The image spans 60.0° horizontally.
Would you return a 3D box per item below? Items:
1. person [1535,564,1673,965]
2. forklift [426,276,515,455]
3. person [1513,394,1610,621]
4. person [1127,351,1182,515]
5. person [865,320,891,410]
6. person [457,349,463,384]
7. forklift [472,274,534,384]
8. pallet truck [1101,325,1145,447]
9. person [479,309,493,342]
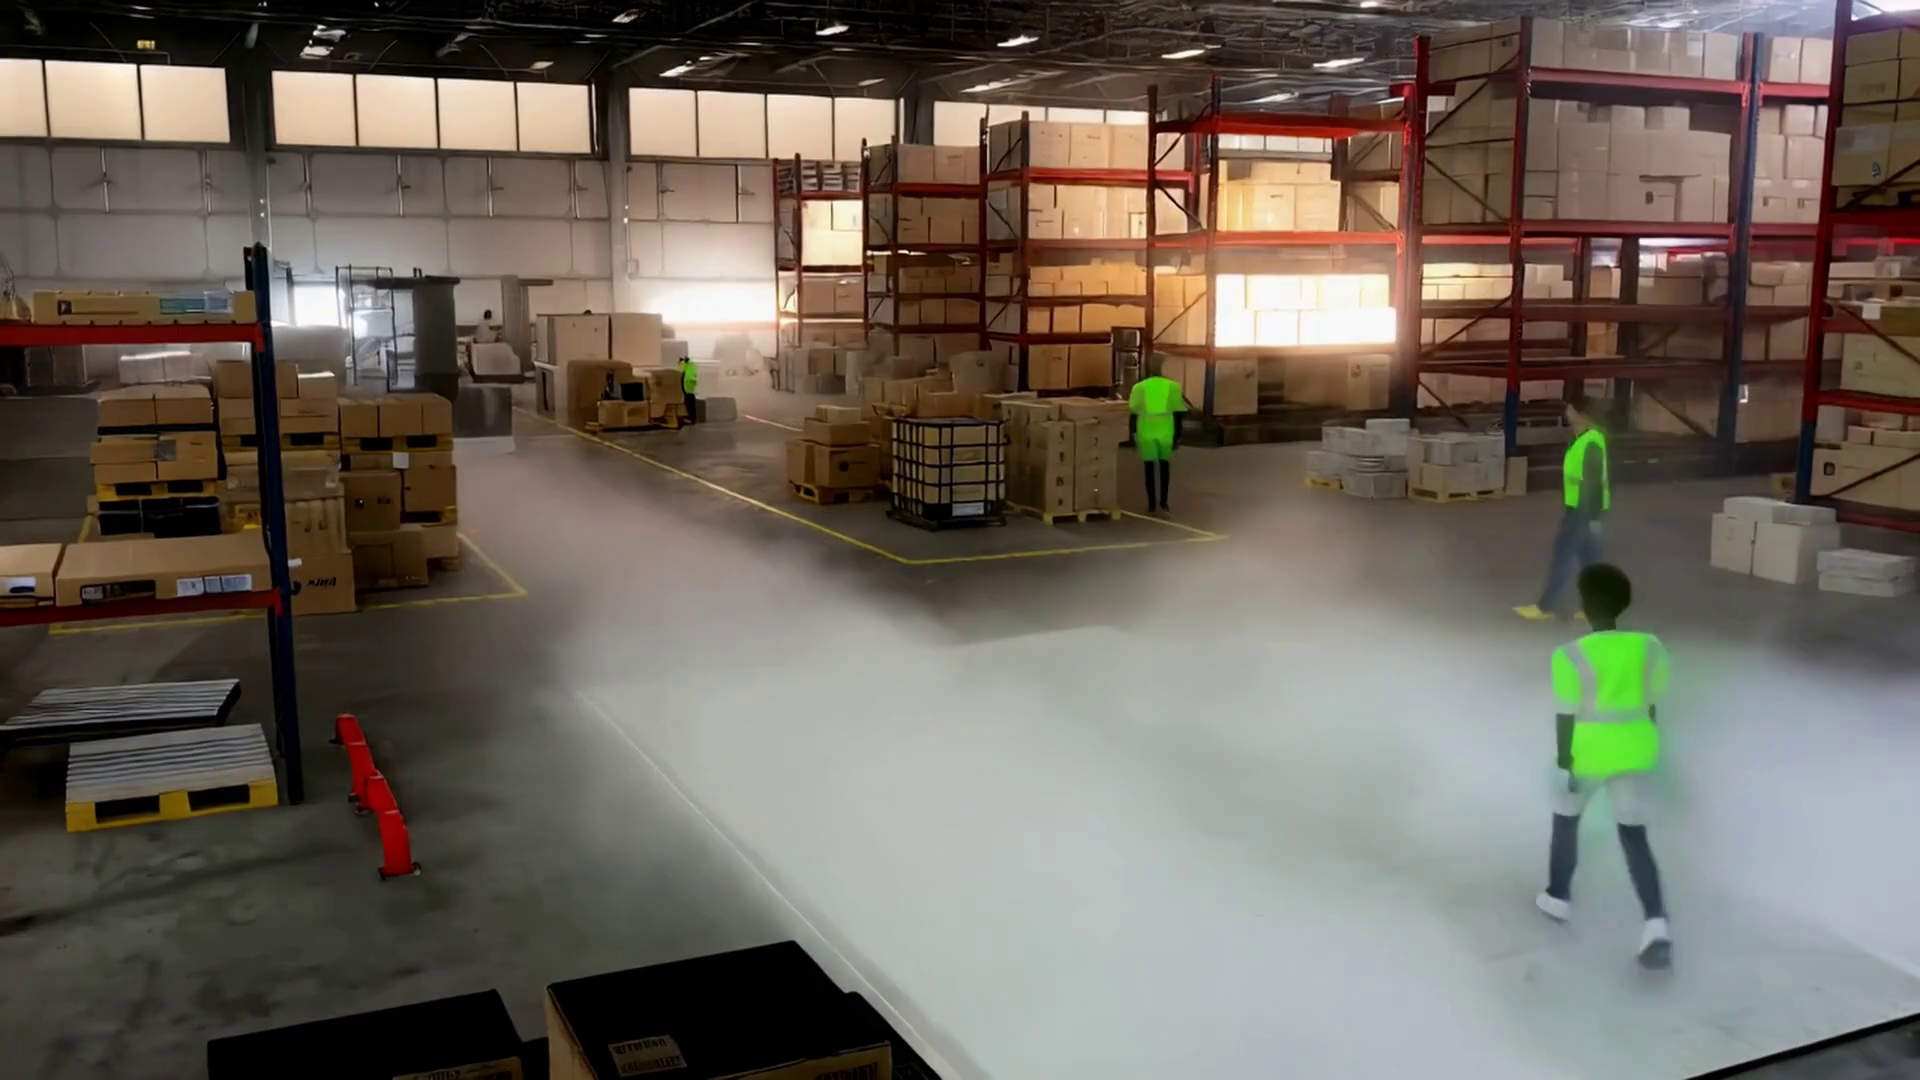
[{"bbox_3d":[2.772,0.932,7.063,0.519,1.660,0.843,-1,9,-4],"label":"person"},{"bbox_3d":[-8.069,-2.737,26.069,1.873,2.768,1.129,-4,10,-25],"label":"forklift"},{"bbox_3d":[4.990,-0.257,13.742,0.899,1.880,0.629,1,9,9],"label":"person"},{"bbox_3d":[2.332,-1.302,20.040,0.638,1.941,0.774,0,9,2],"label":"person"},{"bbox_3d":[-1.736,-3.648,34.771,0.431,1.891,0.676,-9,13,-44],"label":"person"},{"bbox_3d":[-8.694,-2.605,27.985,0.623,1.993,0.384,-4,10,-25],"label":"person"},{"bbox_3d":[-11.439,-5.362,42.356,1.873,2.768,1.129,-4,10,-25],"label":"forklift"},{"bbox_3d":[2.881,-2.596,27.923,0.823,1.965,1.885,-1,9,-7],"label":"pallet truck"},{"bbox_3d":[-12.629,-5.221,44.451,0.444,1.920,0.649,-3,10,-15],"label":"person"}]
